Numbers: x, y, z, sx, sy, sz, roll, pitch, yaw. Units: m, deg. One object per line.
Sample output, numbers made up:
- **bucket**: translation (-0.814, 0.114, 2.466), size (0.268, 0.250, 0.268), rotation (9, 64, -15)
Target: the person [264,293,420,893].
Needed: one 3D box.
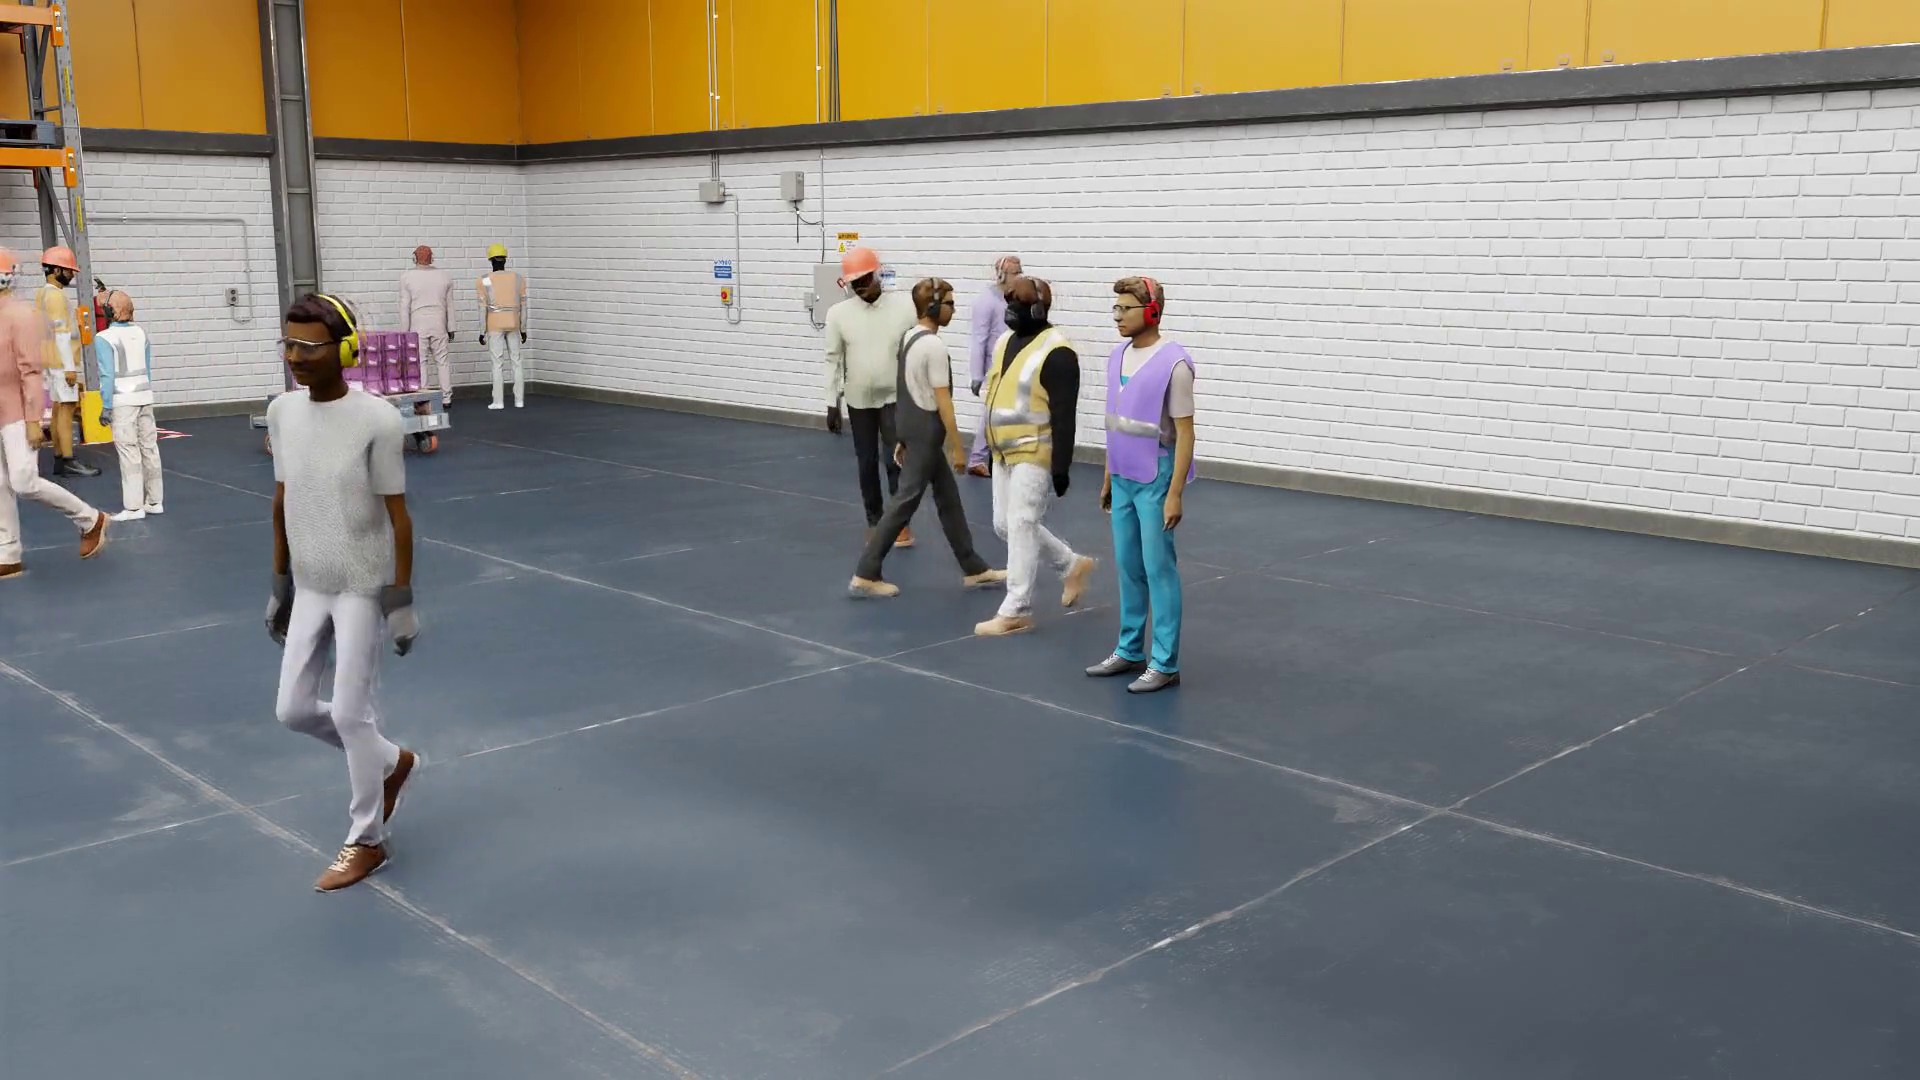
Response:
- **person**: translation (-1.925, 0.149, 5.243), size (0.552, 1.853, 0.489), rotation (4, 11, 22)

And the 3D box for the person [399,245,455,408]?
- **person**: translation (-6.212, -2.469, 19.376), size (0.652, 1.906, 0.405), rotation (-8, 13, -36)

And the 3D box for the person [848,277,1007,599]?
- **person**: translation (-0.192, -0.563, 9.287), size (0.981, 1.799, 0.533), rotation (-3, 11, -17)

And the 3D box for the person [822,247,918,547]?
- **person**: translation (-0.556, -0.899, 10.688), size (0.638, 1.946, 0.614), rotation (0, 10, 1)

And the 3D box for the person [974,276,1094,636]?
- **person**: translation (0.391, -0.434, 8.503), size (0.696, 1.827, 0.637), rotation (-5, 12, -27)

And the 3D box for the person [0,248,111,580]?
- **person**: translation (-5.524, -0.753, 9.821), size (0.610, 1.980, 0.702), rotation (7, 12, 32)

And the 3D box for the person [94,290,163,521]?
- **person**: translation (-5.917, -0.951, 11.821), size (0.314, 1.641, 0.515), rotation (2, 11, 10)

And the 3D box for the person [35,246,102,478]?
- **person**: translation (-7.510, -1.487, 13.959), size (0.367, 1.930, 0.542), rotation (-8, 13, -38)

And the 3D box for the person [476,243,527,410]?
- **person**: translation (-5.321, -2.472, 19.341), size (0.587, 1.926, 0.368), rotation (-7, 13, -34)

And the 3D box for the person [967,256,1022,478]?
- **person**: translation (0.412, -1.390, 13.630), size (0.989, 1.851, 0.669), rotation (7, 13, 35)

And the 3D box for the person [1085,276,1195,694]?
- **person**: translation (0.835, -0.248, 7.426), size (0.372, 1.843, 0.570), rotation (-6, 12, -28)
